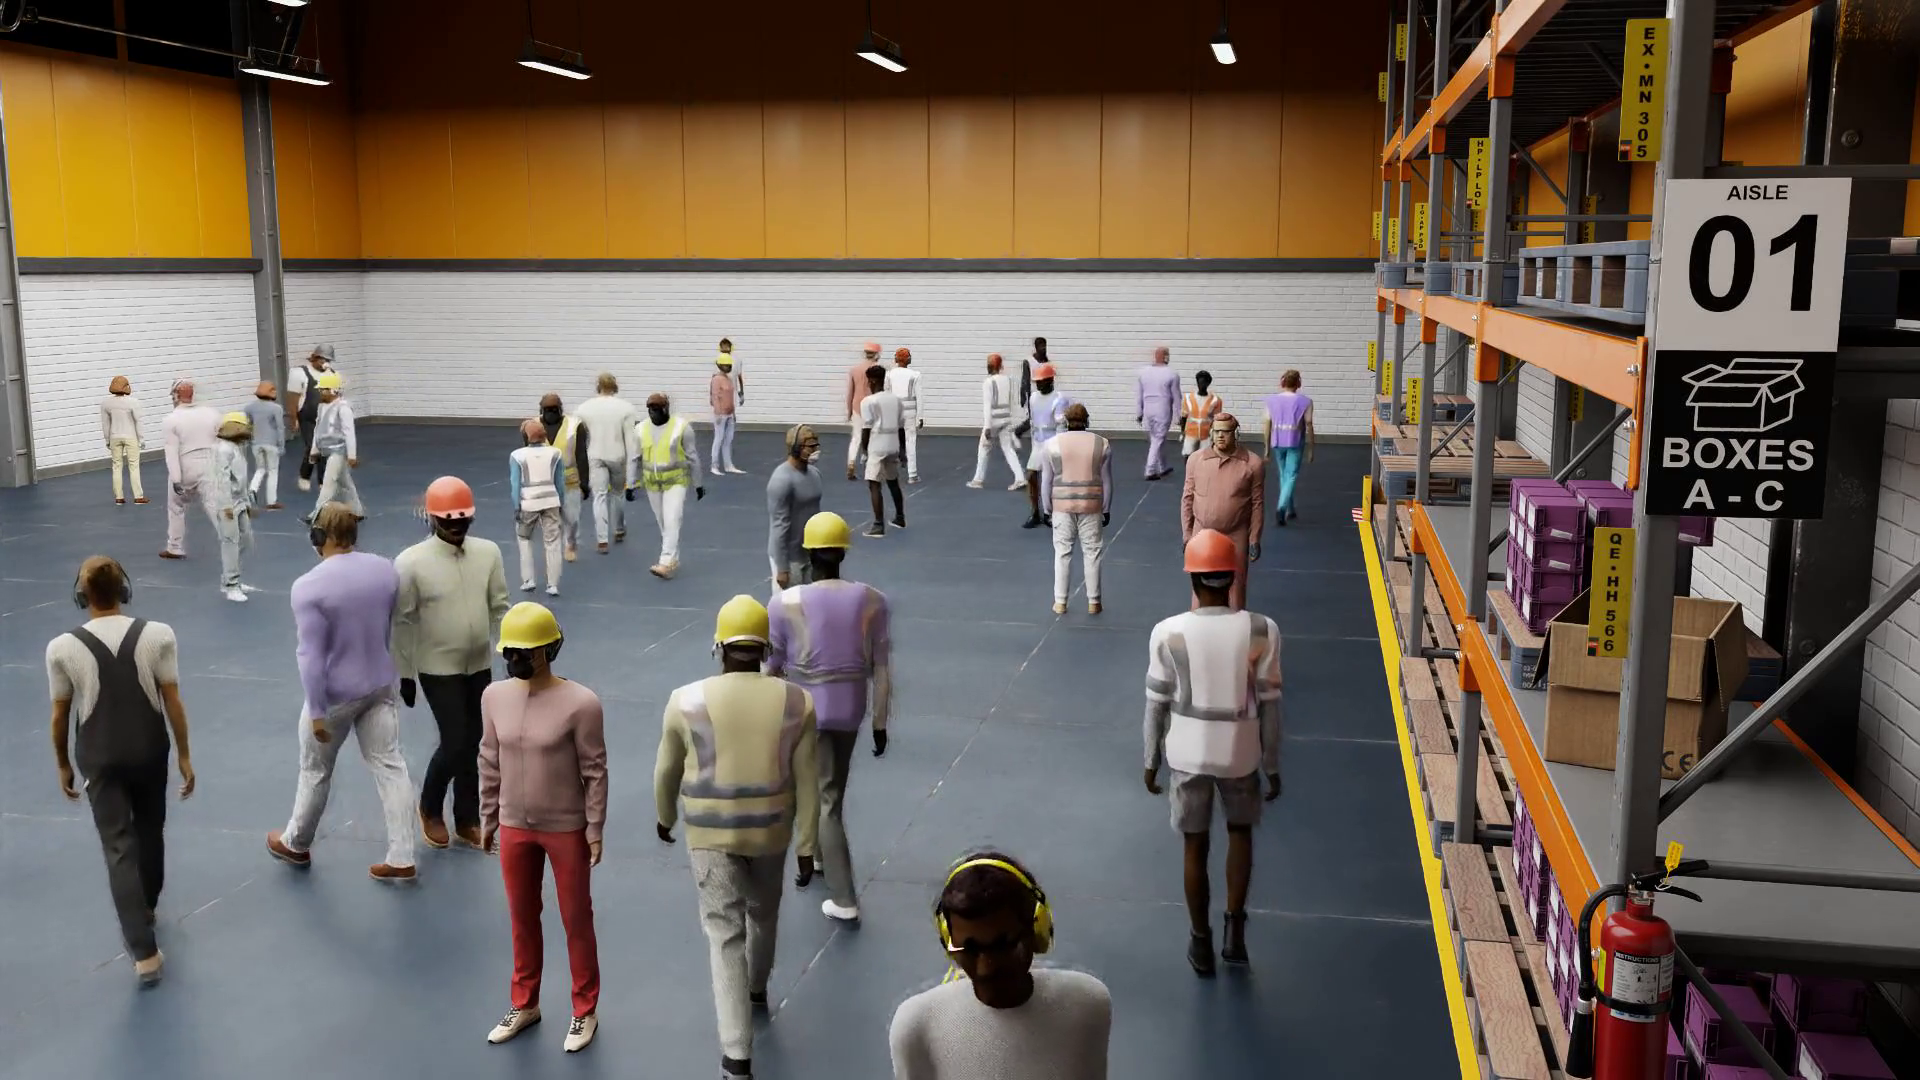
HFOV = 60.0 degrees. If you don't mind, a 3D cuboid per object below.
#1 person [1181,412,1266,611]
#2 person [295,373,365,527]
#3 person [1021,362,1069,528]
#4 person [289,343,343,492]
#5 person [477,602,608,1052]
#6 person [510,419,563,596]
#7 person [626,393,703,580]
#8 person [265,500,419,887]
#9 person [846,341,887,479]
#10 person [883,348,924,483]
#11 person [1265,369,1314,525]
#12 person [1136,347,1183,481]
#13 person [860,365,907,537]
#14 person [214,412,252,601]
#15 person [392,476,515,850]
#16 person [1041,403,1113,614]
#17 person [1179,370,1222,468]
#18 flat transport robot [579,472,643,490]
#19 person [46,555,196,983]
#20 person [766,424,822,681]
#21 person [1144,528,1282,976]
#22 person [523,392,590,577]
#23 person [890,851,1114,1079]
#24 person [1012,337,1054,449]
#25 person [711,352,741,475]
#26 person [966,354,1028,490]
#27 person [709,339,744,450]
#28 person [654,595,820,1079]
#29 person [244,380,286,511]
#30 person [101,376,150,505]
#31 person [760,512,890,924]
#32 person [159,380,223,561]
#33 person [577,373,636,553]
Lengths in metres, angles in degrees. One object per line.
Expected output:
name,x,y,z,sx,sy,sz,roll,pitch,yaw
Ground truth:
person,2.007,-0.028,12.785,0.639,1.910,0.407,3,10,17
person,-7.267,-1.015,19.091,0.925,1.785,0.603,-9,13,-44
person,0.964,-1.070,19.034,0.566,1.908,0.716,7,12,36
person,-8.469,-1.626,22.011,0.546,2.000,0.729,9,13,42
person,-1.614,1.102,6.402,0.533,1.767,0.326,2,10,15
person,-3.880,-0.296,15.275,0.514,1.620,0.575,-5,11,-27
person,-2.900,-0.524,16.133,0.668,1.790,0.950,3,10,17
person,-3.068,0.739,8.205,1.011,1.882,0.635,6,11,32
person,-1.351,-1.833,23.530,0.671,1.953,0.909,4,10,21
person,-0.788,-1.722,23.057,0.585,1.882,0.343,2,10,12
person,3.846,-1.098,19.516,0.574,1.819,0.869,6,11,30
person,2.896,-1.791,23.516,0.665,1.860,0.944,8,12,40
person,-0.837,-1.023,18.791,0.559,1.920,0.780,8,13,41
person,-6.615,-0.303,15.102,0.361,1.703,0.590,-1,9,-6
person,-2.563,0.643,8.536,0.431,1.972,0.622,7,12,35
person,1.014,-0.268,14.446,0.622,1.839,0.429,1,9,3
person,3.076,-1.328,21.254,0.559,1.684,0.363,2,10,14
flat transport robot,-5.012,-0.862,22.726,0.652,0.197,1.431,-9,13,-44
person,-3.651,0.950,7.258,0.528,1.780,1.006,-6,11,-32
person,-1.152,0.140,11.747,0.392,1.927,0.645,3,10,20
person,1.066,0.909,7.067,0.580,1.925,0.390,1,9,3
person,-3.964,-0.575,16.417,0.637,1.809,0.817,-1,9,-7
person,0.140,1.557,3.507,0.545,1.818,0.924,-2,10,-10
person,1.190,-2.318,26.636,0.630,1.894,0.651,-8,12,-40
person,-3.397,-1.826,24.053,0.315,1.770,0.526,4,10,23
person,0.536,-1.581,22.359,0.958,1.845,0.594,8,12,41
person,-3.840,-2.394,27.336,0.539,1.815,0.997,0,9,1
person,-0.852,1.101,6.389,0.587,1.780,0.961,-3,10,-18
person,-8.548,-1.151,20.413,0.541,1.611,0.450,1,10,9
person,-10.551,-1.256,21.003,0.498,1.633,0.282,0,9,-3
person,-0.657,0.799,7.892,0.610,1.872,0.992,-4,10,-24
person,-7.820,-0.704,17.003,0.975,1.864,0.640,6,11,33
person,-3.763,-0.837,17.764,0.652,1.876,1.050,-1,9,-5
